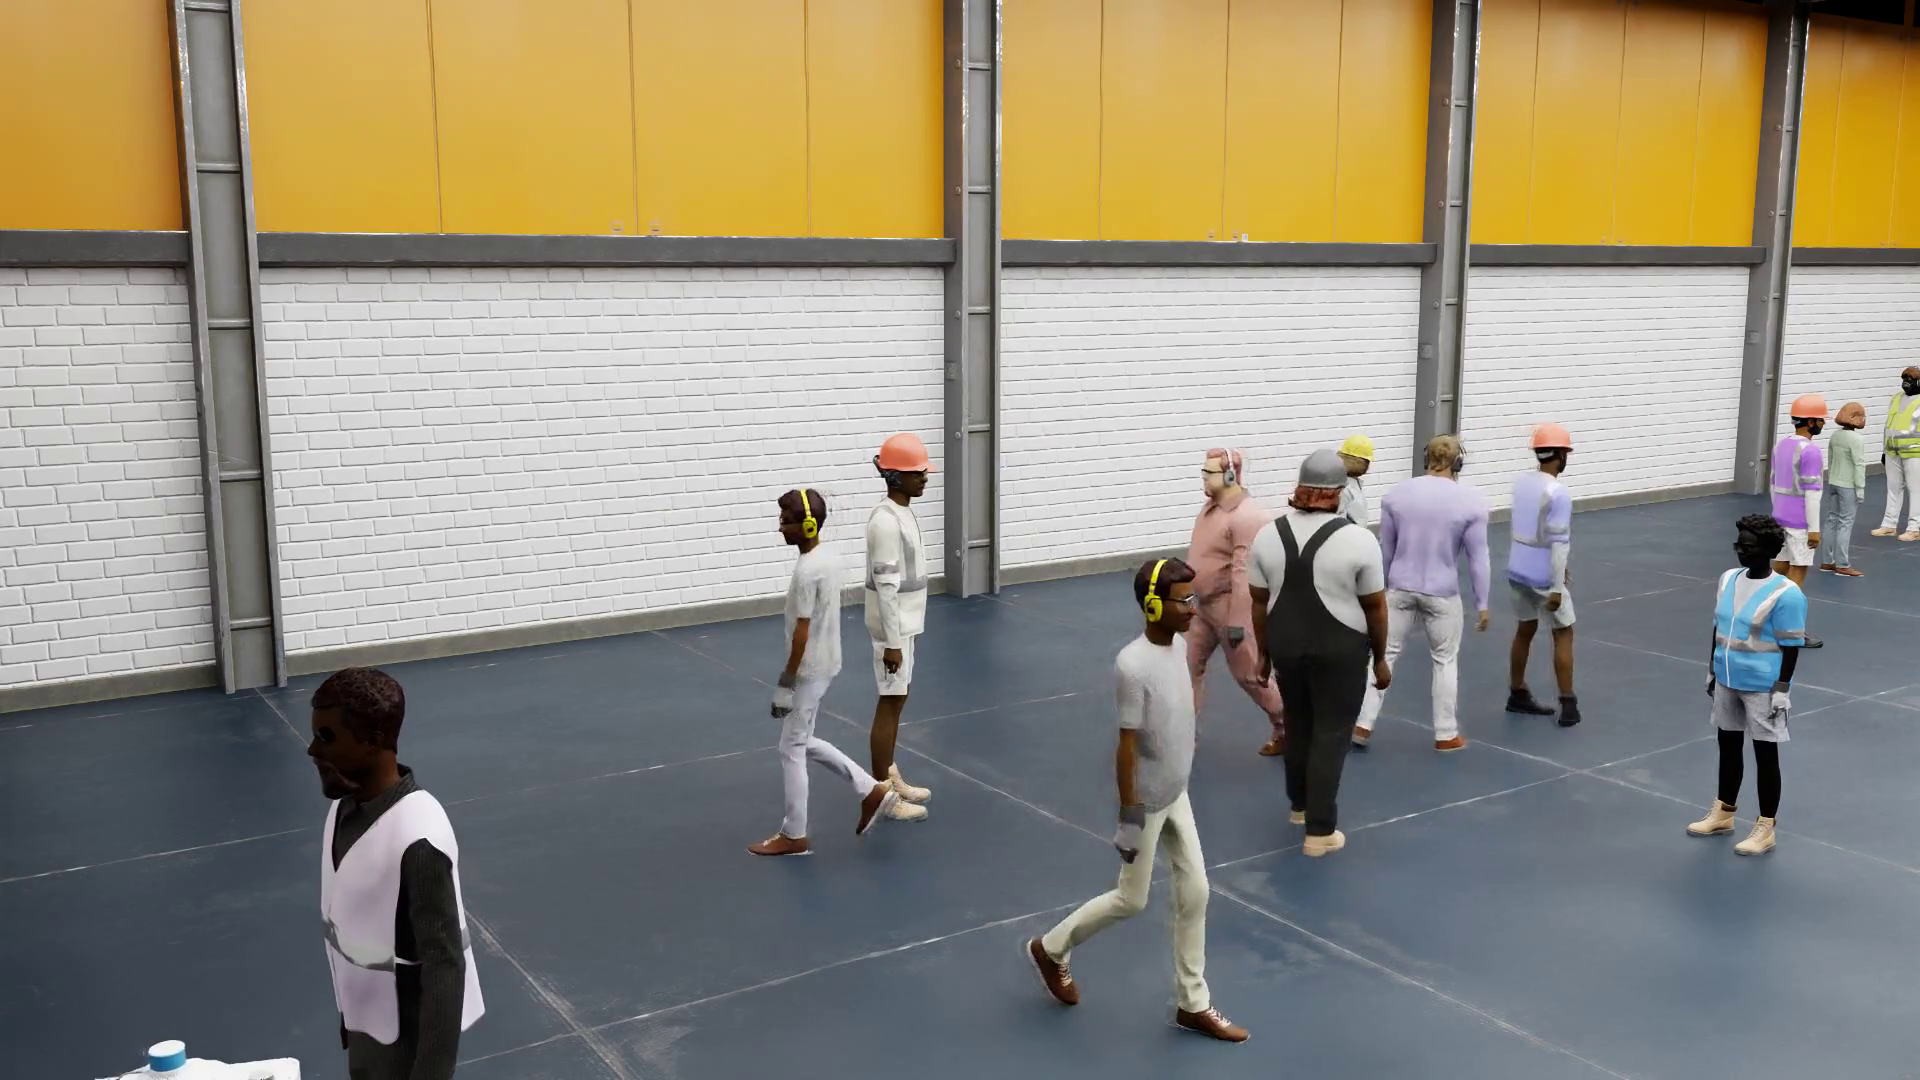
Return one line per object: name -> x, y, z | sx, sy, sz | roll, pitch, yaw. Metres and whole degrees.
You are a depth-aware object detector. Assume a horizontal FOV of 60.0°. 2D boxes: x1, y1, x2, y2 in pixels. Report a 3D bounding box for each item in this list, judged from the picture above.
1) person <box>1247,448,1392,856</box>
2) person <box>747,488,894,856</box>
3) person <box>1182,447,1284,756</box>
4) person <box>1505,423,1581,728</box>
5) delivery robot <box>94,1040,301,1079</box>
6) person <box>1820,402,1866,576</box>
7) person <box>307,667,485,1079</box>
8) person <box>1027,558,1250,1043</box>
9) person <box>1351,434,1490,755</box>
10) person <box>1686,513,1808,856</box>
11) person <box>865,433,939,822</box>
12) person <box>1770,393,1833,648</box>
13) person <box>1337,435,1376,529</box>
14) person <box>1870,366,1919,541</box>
person -> 1.827, 0.517, 8.390 | 0.688, 2.000, 0.597 | 8, 12, 40
person -> -0.711, 0.656, 8.159 | 0.647, 1.846, 0.530 | 1, 9, 4
person -> 1.597, 0.379, 9.754 | 0.959, 1.870, 0.653 | -3, 10, -16
person -> 3.774, 0.214, 10.611 | 0.509, 1.914, 0.546 | -4, 10, -21
delivery robot -> -2.392, 1.766, 5.050 | 0.707, 0.478, 0.477 | -3, 10, -14
person -> 8.328, -0.482, 15.631 | 0.287, 1.635, 0.500 | -1, 9, -3
person -> -1.445, 1.257, 4.304 | 0.371, 1.916, 0.597 | -7, 12, -38
person -> 0.681, 0.963, 6.320 | 0.842, 1.847, 0.521 | 6, 11, 32
person -> 2.721, 0.337, 9.866 | 0.810, 1.915, 0.550 | 5, 11, 28
person -> 3.926, 0.708, 8.276 | 0.317, 1.696, 0.538 | -3, 10, -20
person -> -0.303, 0.451, 8.785 | 0.390, 2.040, 0.614 | 1, 9, 5
person -> 6.413, -0.150, 12.717 | 0.364, 1.939, 0.542 | -1, 9, -3
person -> 2.729, 0.126, 11.660 | 0.312, 1.737, 0.483 | 4, 10, 24
person -> 10.026, -0.914, 17.613 | 0.429, 1.845, 0.621 | -3, 10, -19
